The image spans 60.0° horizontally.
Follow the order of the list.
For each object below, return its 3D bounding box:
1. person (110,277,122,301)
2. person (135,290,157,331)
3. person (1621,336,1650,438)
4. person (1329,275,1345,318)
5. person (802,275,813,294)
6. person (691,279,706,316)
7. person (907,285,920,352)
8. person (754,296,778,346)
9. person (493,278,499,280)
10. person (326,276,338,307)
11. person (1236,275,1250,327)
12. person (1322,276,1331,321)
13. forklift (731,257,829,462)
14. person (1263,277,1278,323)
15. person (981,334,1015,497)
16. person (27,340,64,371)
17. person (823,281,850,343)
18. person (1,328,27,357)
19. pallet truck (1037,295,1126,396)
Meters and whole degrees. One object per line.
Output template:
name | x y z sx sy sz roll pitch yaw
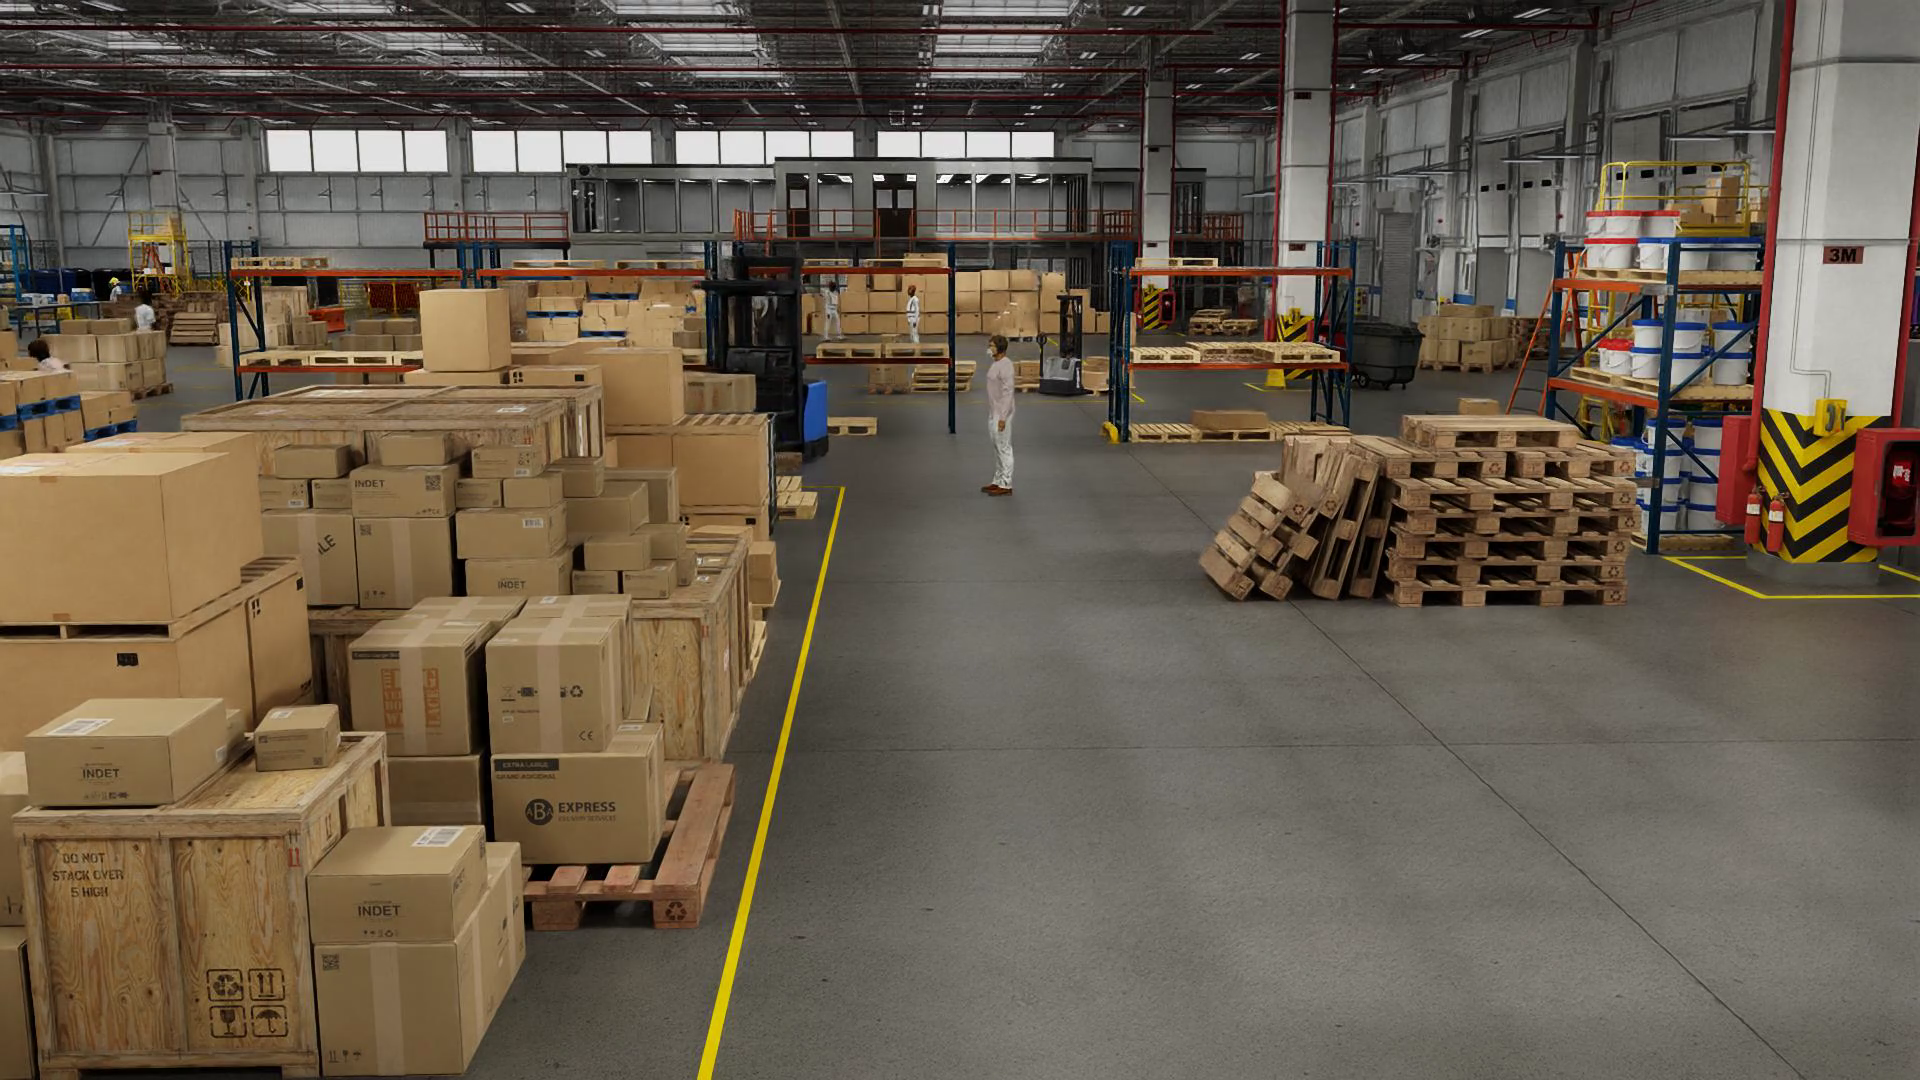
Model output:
person | -28.325 -7.893 55.868 0.403 1.835 0.586 -7 12 -33
person | -18.350 -4.660 37.530 0.615 1.949 0.473 7 12 34
person | 8.812 -1.805 21.734 0.591 1.910 0.544 -8 13 -37
person | 14.987 -9.739 66.222 0.622 1.816 0.886 -3 11 -16
person | -5.185 -8.032 56.398 0.388 1.921 0.593 4 11 23
person | -7.841 -6.846 49.842 0.560 1.914 0.884 -4 11 -22
person | -1.254 -5.835 44.267 0.353 1.883 0.572 -3 11 -16
person | -4.836 -5.324 40.980 0.536 2.000 0.684 8 13 36
person | -14.841 -7.473 53.415 0.558 1.886 1.020 3 11 16
person | -25.837 -10.095 68.435 0.494 1.721 0.688 -1 10 -5
person | 9.787 -8.264 57.525 0.550 1.979 0.643 -1 10 -4
person | 12.854 -8.407 58.692 0.520 1.852 0.723 -6 12 -29
forklift | -2.588 -2.457 22.667 1.129 2.768 1.873 3 11 15
person | 9.764 -7.253 52.042 0.532 1.933 0.609 -6 12 -31
person | 0.472 -1.490 19.906 0.373 1.940 0.629 -2 10 -11
person | -11.482 -1.615 20.960 0.605 1.810 0.645 -3 11 -16
person | -3.745 -6.794 49.713 0.948 1.840 0.617 7 12 33
person | -12.882 -1.944 22.631 0.315 1.868 0.549 7 13 36
pallet truck | 2.483 -3.881 33.060 1.885 1.965 0.823 -7 13 -36
